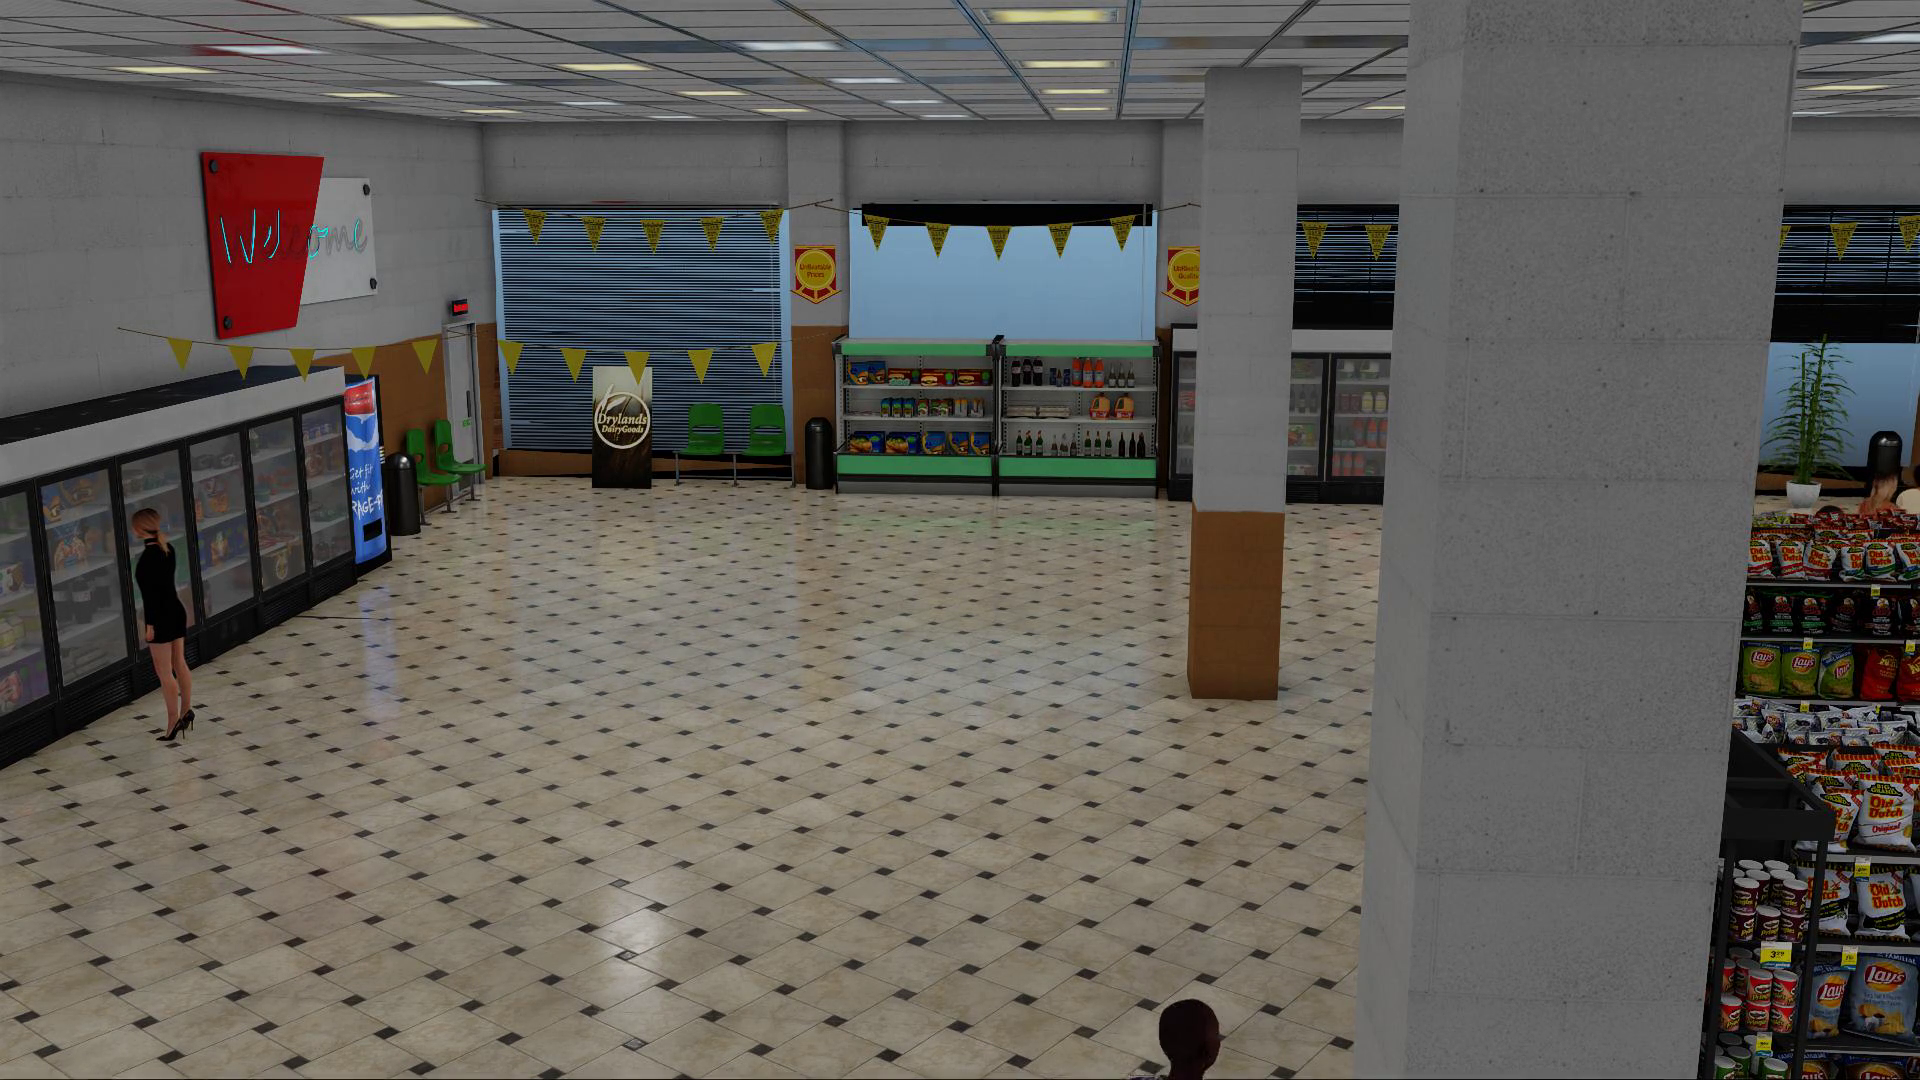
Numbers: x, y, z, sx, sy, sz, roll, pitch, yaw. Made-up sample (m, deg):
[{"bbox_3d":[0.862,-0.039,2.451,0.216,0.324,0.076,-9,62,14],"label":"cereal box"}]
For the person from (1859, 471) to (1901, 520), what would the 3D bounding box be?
[{"bbox_3d":[8.172,0.207,14.949,1.221,1.586,0.921,-4,13,-19],"label":"person"}]

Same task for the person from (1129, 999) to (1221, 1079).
[{"bbox_3d":[0.599,2.221,4.901,0.833,1.786,0.769,-10,16,-41],"label":"person"}]

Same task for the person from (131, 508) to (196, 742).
[{"bbox_3d":[-6.012,0.625,12.524,0.543,1.767,0.584,0,12,-1],"label":"person"}]
